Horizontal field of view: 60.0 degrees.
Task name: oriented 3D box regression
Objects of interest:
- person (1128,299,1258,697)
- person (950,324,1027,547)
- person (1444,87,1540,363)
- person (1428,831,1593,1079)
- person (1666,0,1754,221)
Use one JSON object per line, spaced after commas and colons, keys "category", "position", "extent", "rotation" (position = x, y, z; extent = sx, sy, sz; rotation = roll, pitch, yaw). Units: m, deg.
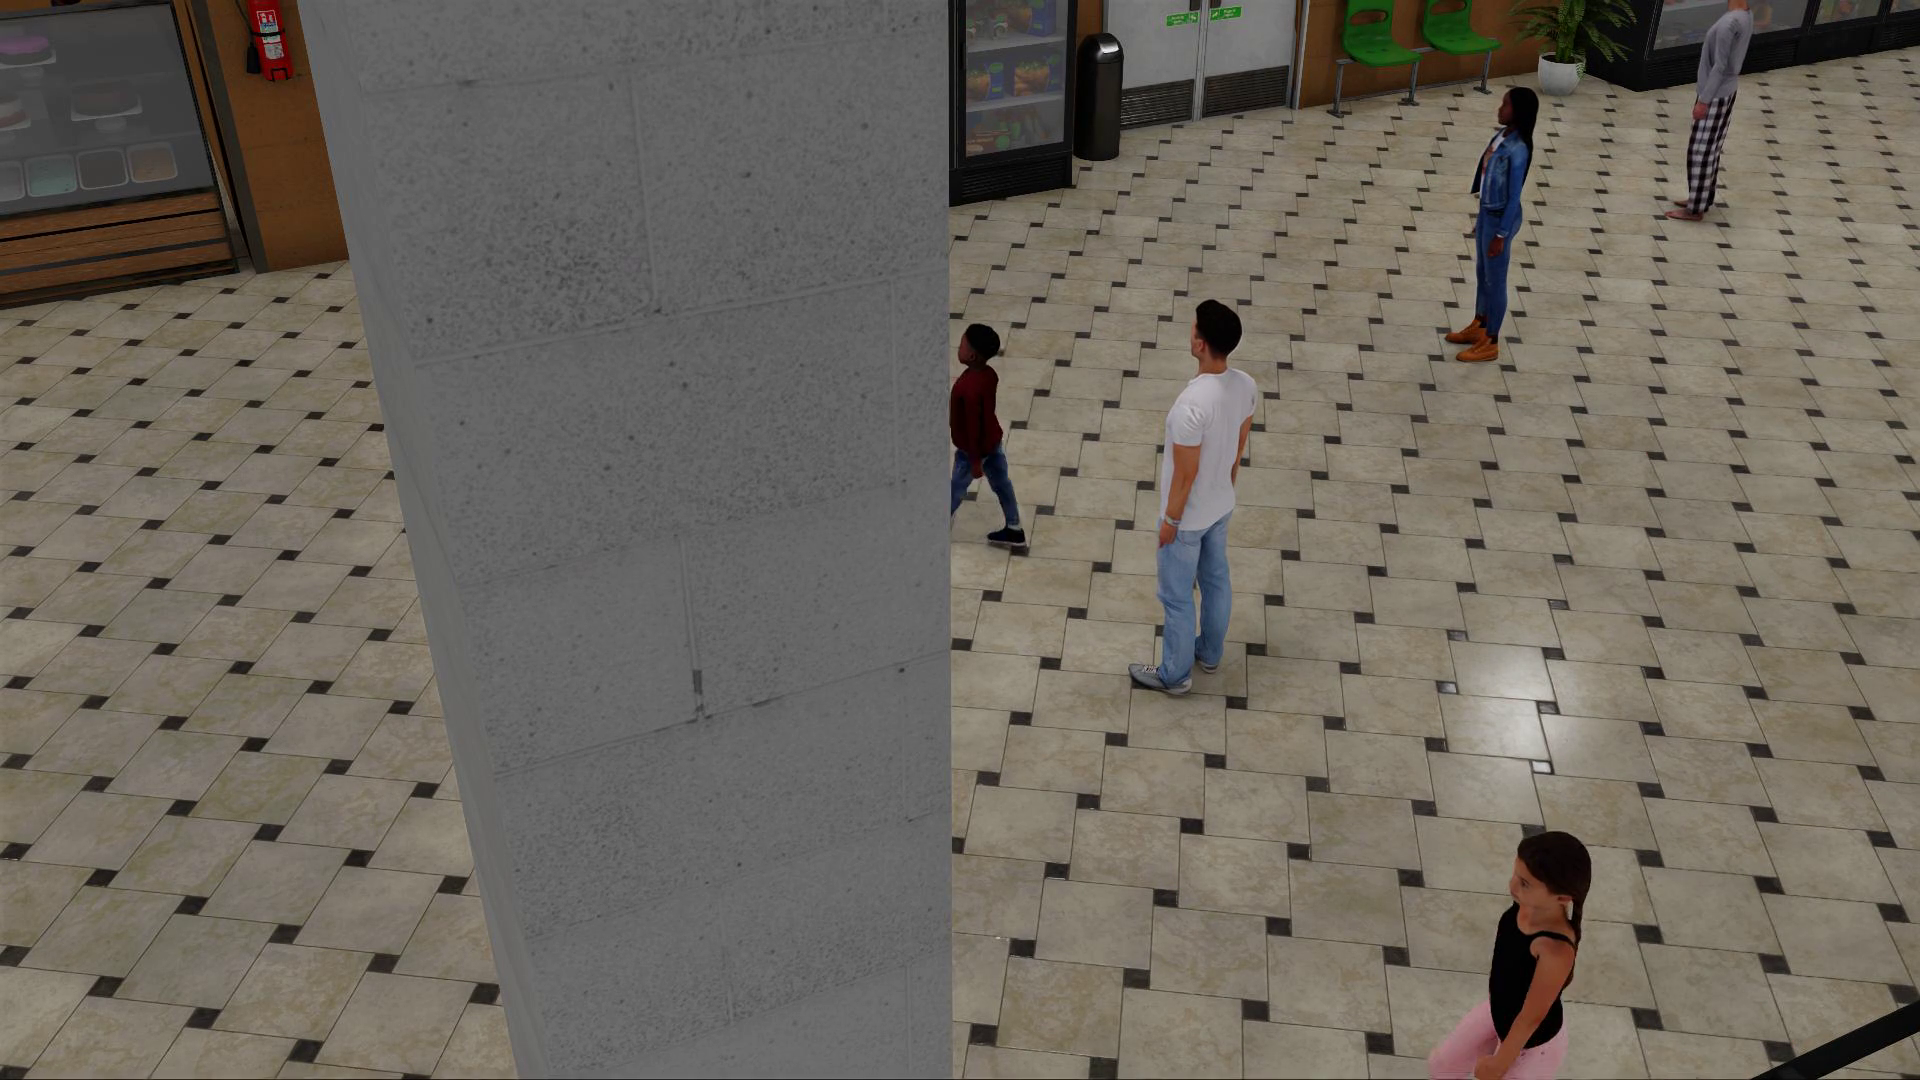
{"category": "person", "position": [1.033, -0.166, 7.215], "extent": [0.699, 1.866, 0.747], "rotation": [27, 41, 36]}
{"category": "person", "position": [0.152, -0.481, 8.324], "extent": [0.910, 1.229, 0.850], "rotation": [11, 34, 17]}
{"category": "person", "position": [3.302, -1.929, 10.194], "extent": [0.737, 1.712, 0.620], "rotation": [2, 32, 4]}
{"category": "person", "position": [1.720, 1.459, 4.905], "extent": [0.813, 1.547, 0.788], "rotation": [6, 32, 9]}
{"category": "person", "position": [5.566, -3.279, 12.236], "extent": [0.712, 1.847, 0.712], "rotation": [21, 37, 30]}
